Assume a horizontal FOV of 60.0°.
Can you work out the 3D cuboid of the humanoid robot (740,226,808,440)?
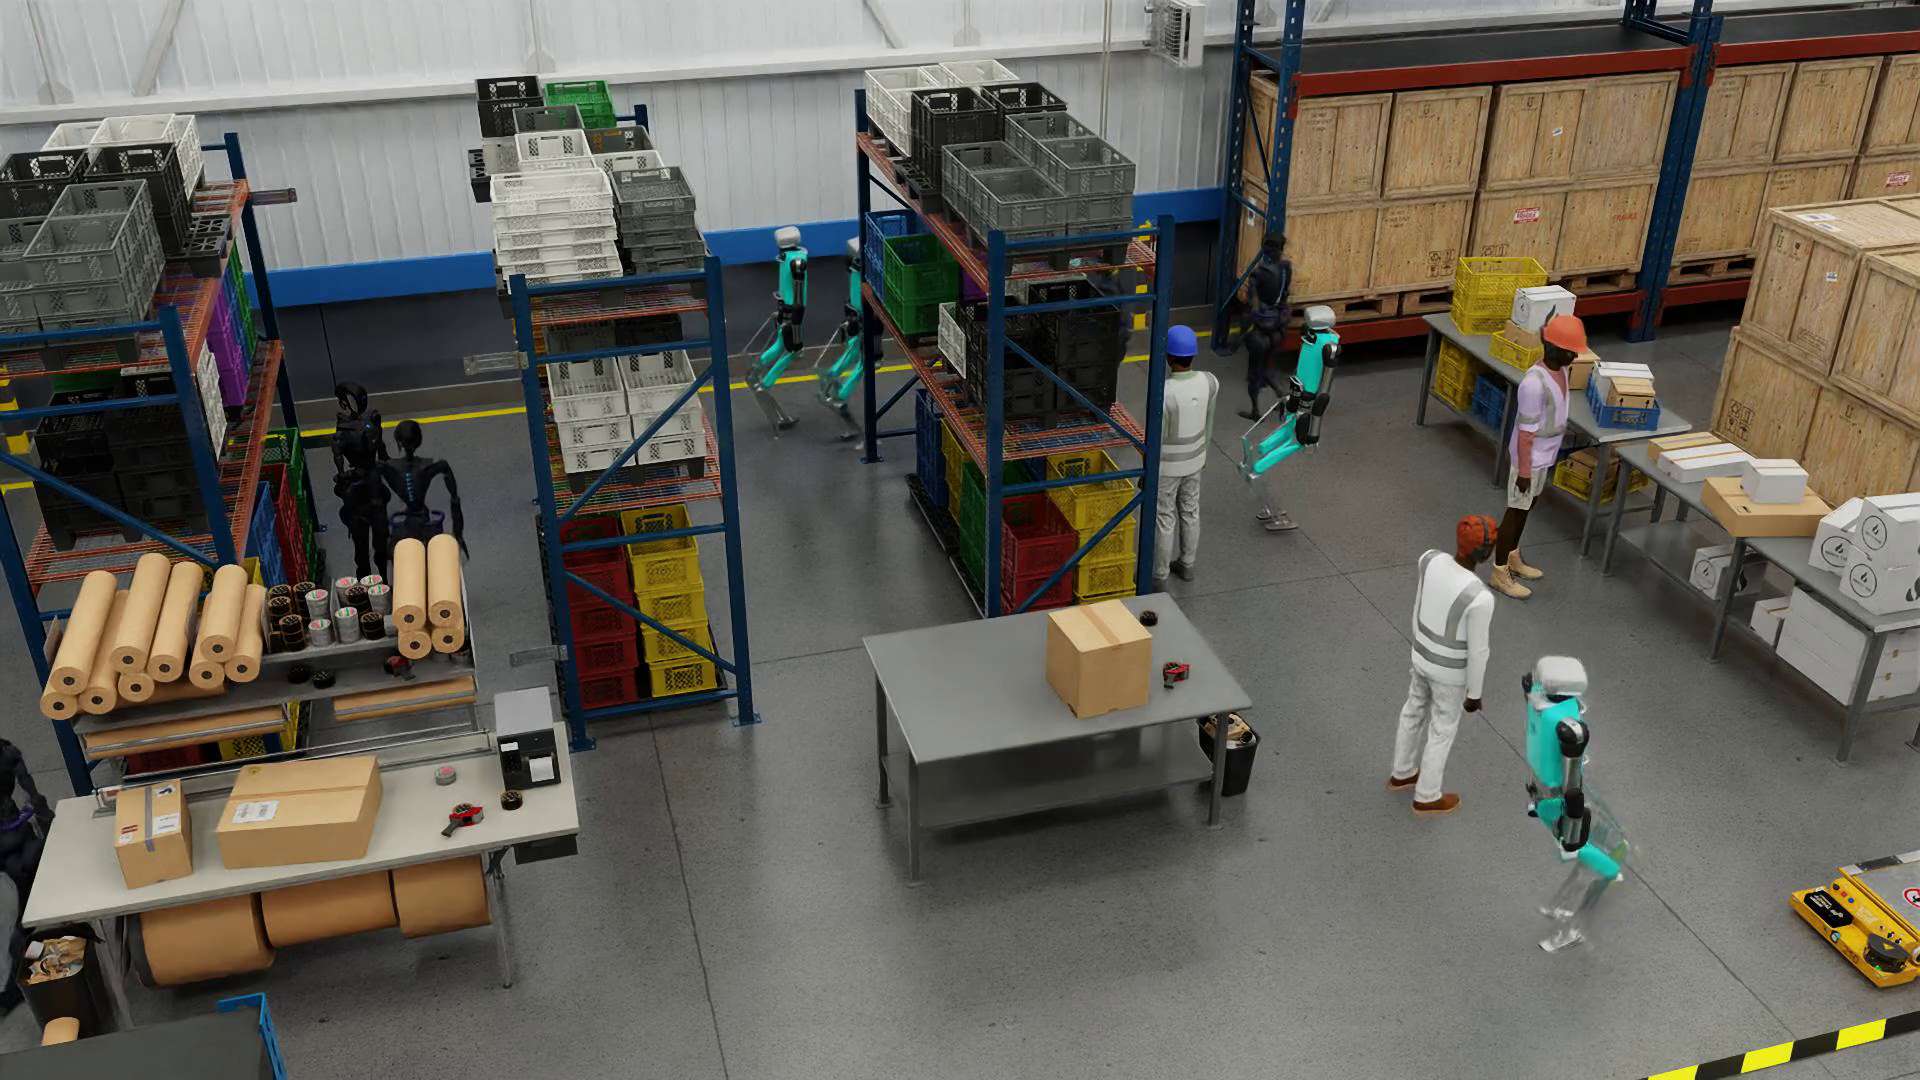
[{"bbox_3d":[-1.555,-1.645,13.660,0.677,1.844,0.534,-8,30,-14],"label":"humanoid robot"}]

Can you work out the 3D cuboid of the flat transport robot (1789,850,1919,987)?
[{"bbox_3d":[5.163,1.916,8.676,1.431,0.231,0.659,-8,30,-14],"label":"flat transport robot"}]

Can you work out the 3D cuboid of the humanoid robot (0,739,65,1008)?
[{"bbox_3d":[-4.651,1.446,8.123,0.601,1.624,0.796,7,30,13],"label":"humanoid robot"}]

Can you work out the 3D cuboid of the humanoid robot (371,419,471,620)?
[{"bbox_3d":[-3.507,-0.032,10.791,0.587,1.643,0.646,-4,29,-7],"label":"humanoid robot"}]

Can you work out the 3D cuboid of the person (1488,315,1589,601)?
[{"bbox_3d":[3.957,-0.577,11.377,0.383,2.039,0.604,18,34,29],"label":"person"}]

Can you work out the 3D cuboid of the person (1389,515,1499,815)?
[{"bbox_3d":[2.691,0.697,9.229,0.355,1.879,0.581,-11,31,-20],"label":"person"}]

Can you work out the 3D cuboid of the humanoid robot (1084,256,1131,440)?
[{"bbox_3d":[1.178,-1.600,13.645,0.618,1.632,0.603,13,31,23],"label":"humanoid robot"}]

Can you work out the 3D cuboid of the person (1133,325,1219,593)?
[{"bbox_3d":[1.473,-0.547,11.414,0.609,1.947,0.386,-20,35,-32],"label":"person"}]

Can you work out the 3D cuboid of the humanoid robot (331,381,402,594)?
[{"bbox_3d":[-4.004,-0.306,11.241,0.313,1.657,0.601,7,30,13],"label":"humanoid robot"}]

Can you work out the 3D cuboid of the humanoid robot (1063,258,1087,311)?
[{"bbox_3d":[0.652,-1.590,13.524,0.683,1.784,0.565,15,32,26],"label":"humanoid robot"}]

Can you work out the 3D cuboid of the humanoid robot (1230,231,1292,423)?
[{"bbox_3d":[2.575,-1.763,13.912,0.594,1.647,0.430,-24,37,-36],"label":"humanoid robot"}]

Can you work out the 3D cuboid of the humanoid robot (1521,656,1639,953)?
[{"bbox_3d":[3.079,1.344,8.210,0.790,1.776,0.548,-3,29,-6],"label":"humanoid robot"}]

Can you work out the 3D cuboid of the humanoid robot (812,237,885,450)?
[{"bbox_3d":[-0.930,-1.553,13.414,0.676,1.755,0.544,-18,33,-29],"label":"humanoid robot"}]

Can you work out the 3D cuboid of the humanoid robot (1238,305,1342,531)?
[{"bbox_3d":[2.331,-0.871,12.117,0.739,1.691,0.531,-5,29,-9],"label":"humanoid robot"}]
